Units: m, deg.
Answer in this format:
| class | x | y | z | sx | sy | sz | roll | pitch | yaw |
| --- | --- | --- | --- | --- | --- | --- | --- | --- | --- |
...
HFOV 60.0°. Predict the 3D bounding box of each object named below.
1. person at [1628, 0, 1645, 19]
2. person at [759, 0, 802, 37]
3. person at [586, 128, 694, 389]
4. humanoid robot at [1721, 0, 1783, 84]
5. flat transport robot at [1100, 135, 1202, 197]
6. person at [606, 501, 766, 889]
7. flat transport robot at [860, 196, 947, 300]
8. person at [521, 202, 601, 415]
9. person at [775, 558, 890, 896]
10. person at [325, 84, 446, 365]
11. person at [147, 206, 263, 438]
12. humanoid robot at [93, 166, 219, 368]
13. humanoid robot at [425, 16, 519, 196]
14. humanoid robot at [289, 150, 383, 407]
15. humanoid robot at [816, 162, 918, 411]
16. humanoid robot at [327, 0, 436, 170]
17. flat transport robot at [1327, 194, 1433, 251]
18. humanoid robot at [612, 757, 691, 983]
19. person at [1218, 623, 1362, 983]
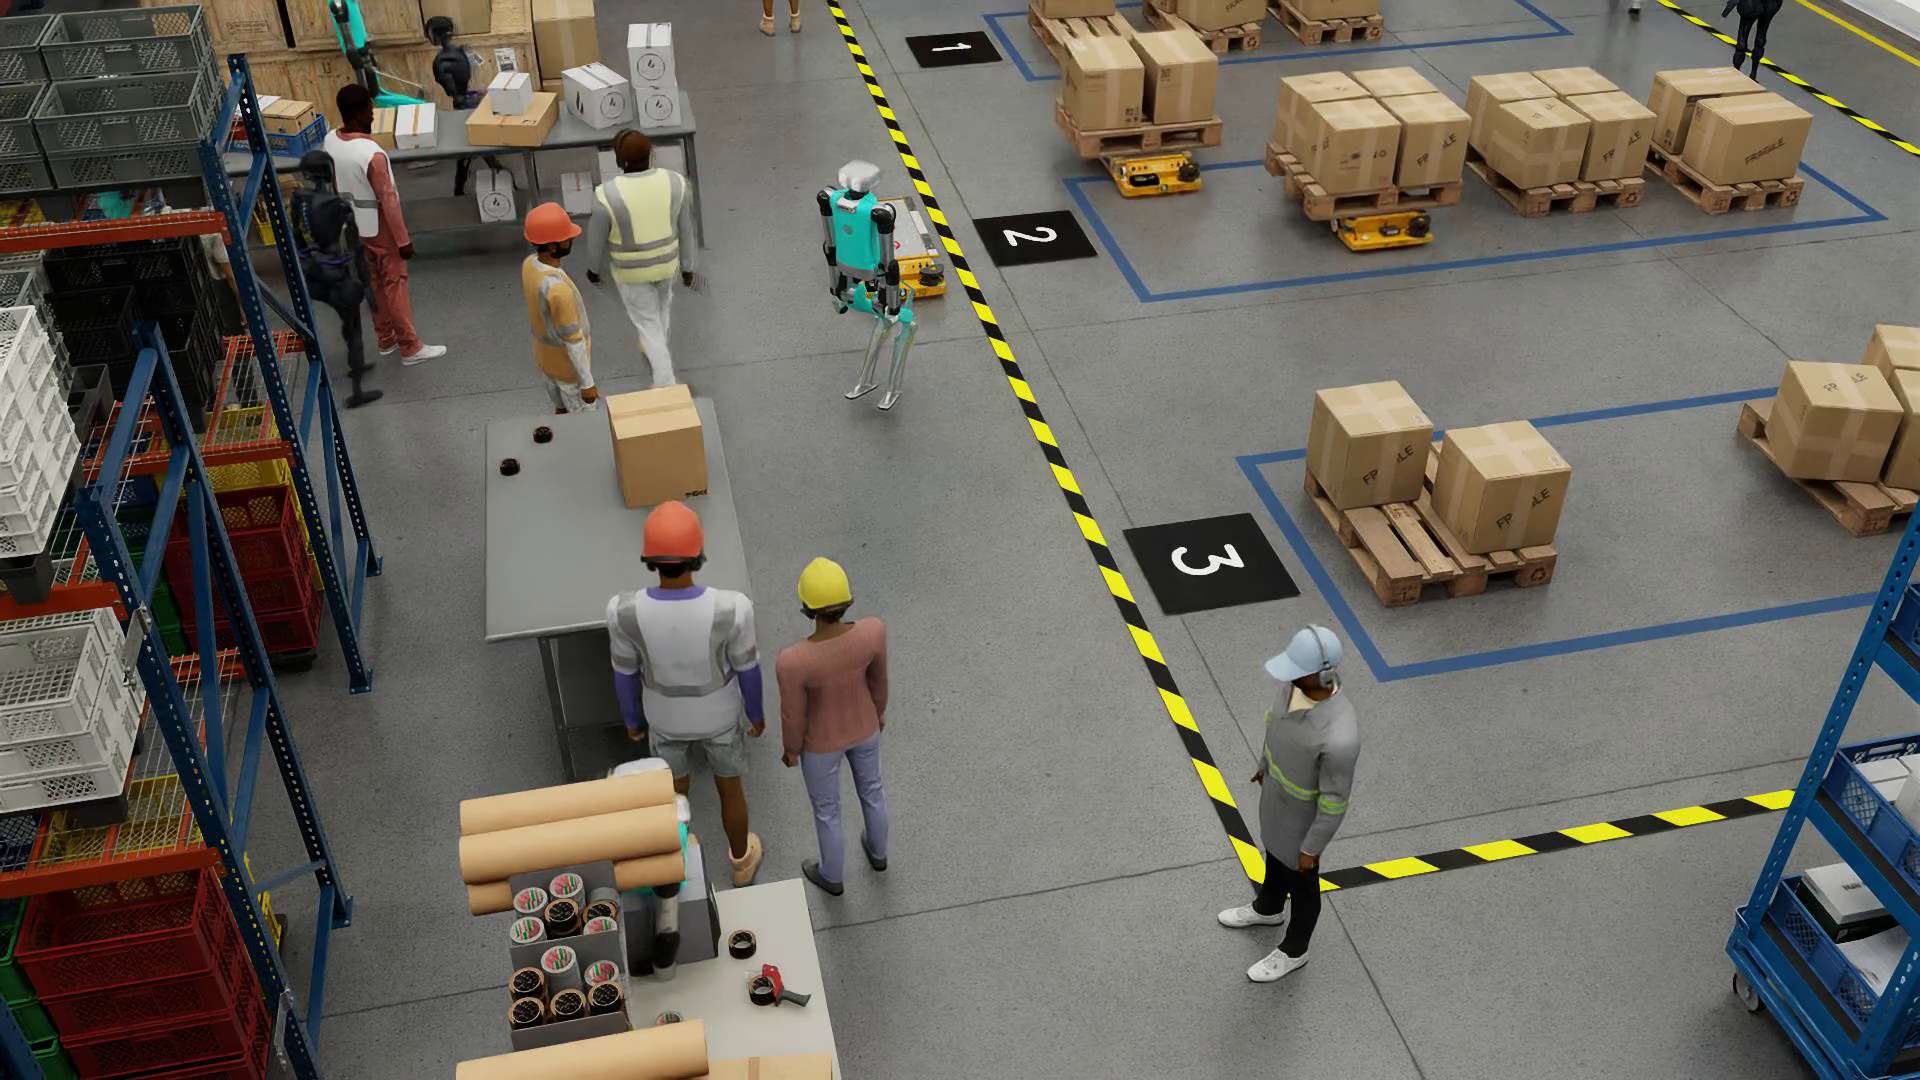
| class | x | y | z | sx | sy | sz | roll | pitch | yaw |
| --- | --- | --- | --- | --- | --- | --- | --- | --- | --- |
| person | 6.866 | -6.205 | 16.627 | 0.592 | 1.782 | 0.952 | 10 | 38 | 13 |
| person | -1.804 | -5.897 | 15.996 | 0.613 | 2.038 | 0.382 | -10 | 38 | -14 |
| person | -2.087 | -1.792 | 10.664 | 0.631 | 1.809 | 0.852 | -25 | 43 | -29 |
| humanoid robot | 7.176 | -4.893 | 14.936 | 0.599 | 1.659 | 0.315 | -14 | 39 | -19 |
| flat transport robot | 1.490 | -3.290 | 13.952 | 0.652 | 0.197 | 1.431 | -8 | 37 | -10 |
| person | -1.145 | 0.708 | 7.125 | 0.614 | 2.037 | 0.405 | -1 | 37 | -1 |
| flat transport robot | -0.570 | -2.220 | 12.538 | 0.659 | 0.231 | 1.431 | -8 | 37 | -10 |
| person | -2.239 | -1.030 | 9.541 | 0.356 | 1.938 | 0.543 | -22 | 42 | -27 |
| person | -0.546 | 0.818 | 7.198 | 0.524 | 1.768 | 0.329 | -21 | 42 | -26 |
| person | -3.836 | -2.052 | 10.935 | 0.588 | 1.914 | 0.393 | 26 | 44 | 31 |
| person | -4.594 | -1.458 | 10.203 | 0.508 | 1.837 | 0.345 | 4 | 37 | 6 |
| humanoid robot | -5.145 | -1.852 | 10.900 | 0.549 | 1.889 | 0.754 | 26 | 44 | 30 |
| humanoid robot | -3.758 | -3.218 | 12.742 | 0.800 | 1.620 | 0.589 | -7 | 37 | -10 |
| humanoid robot | -4.019 | -1.689 | 10.647 | 0.609 | 1.635 | 0.488 | 16 | 39 | 20 |
| humanoid robot | -0.489 | -1.635 | 10.410 | 0.533 | 1.675 | 0.735 | 21 | 42 | 26 |
| humanoid robot | -4.608 | -3.704 | 13.300 | 1.005 | 1.736 | 0.549 | -7 | 37 | -10 |
| flat transport robot | 3.143 | -2.716 | 13.181 | 0.652 | 0.197 | 1.431 | -8 | 37 | -10 |
| humanoid robot | -1.354 | 1.600 | 6.253 | 0.821 | 1.881 | 0.544 | -9 | 38 | -12 |
| person | 1.348 | 1.066 | 6.796 | 0.387 | 1.851 | 0.587 | -8 | 37 | -11 |
